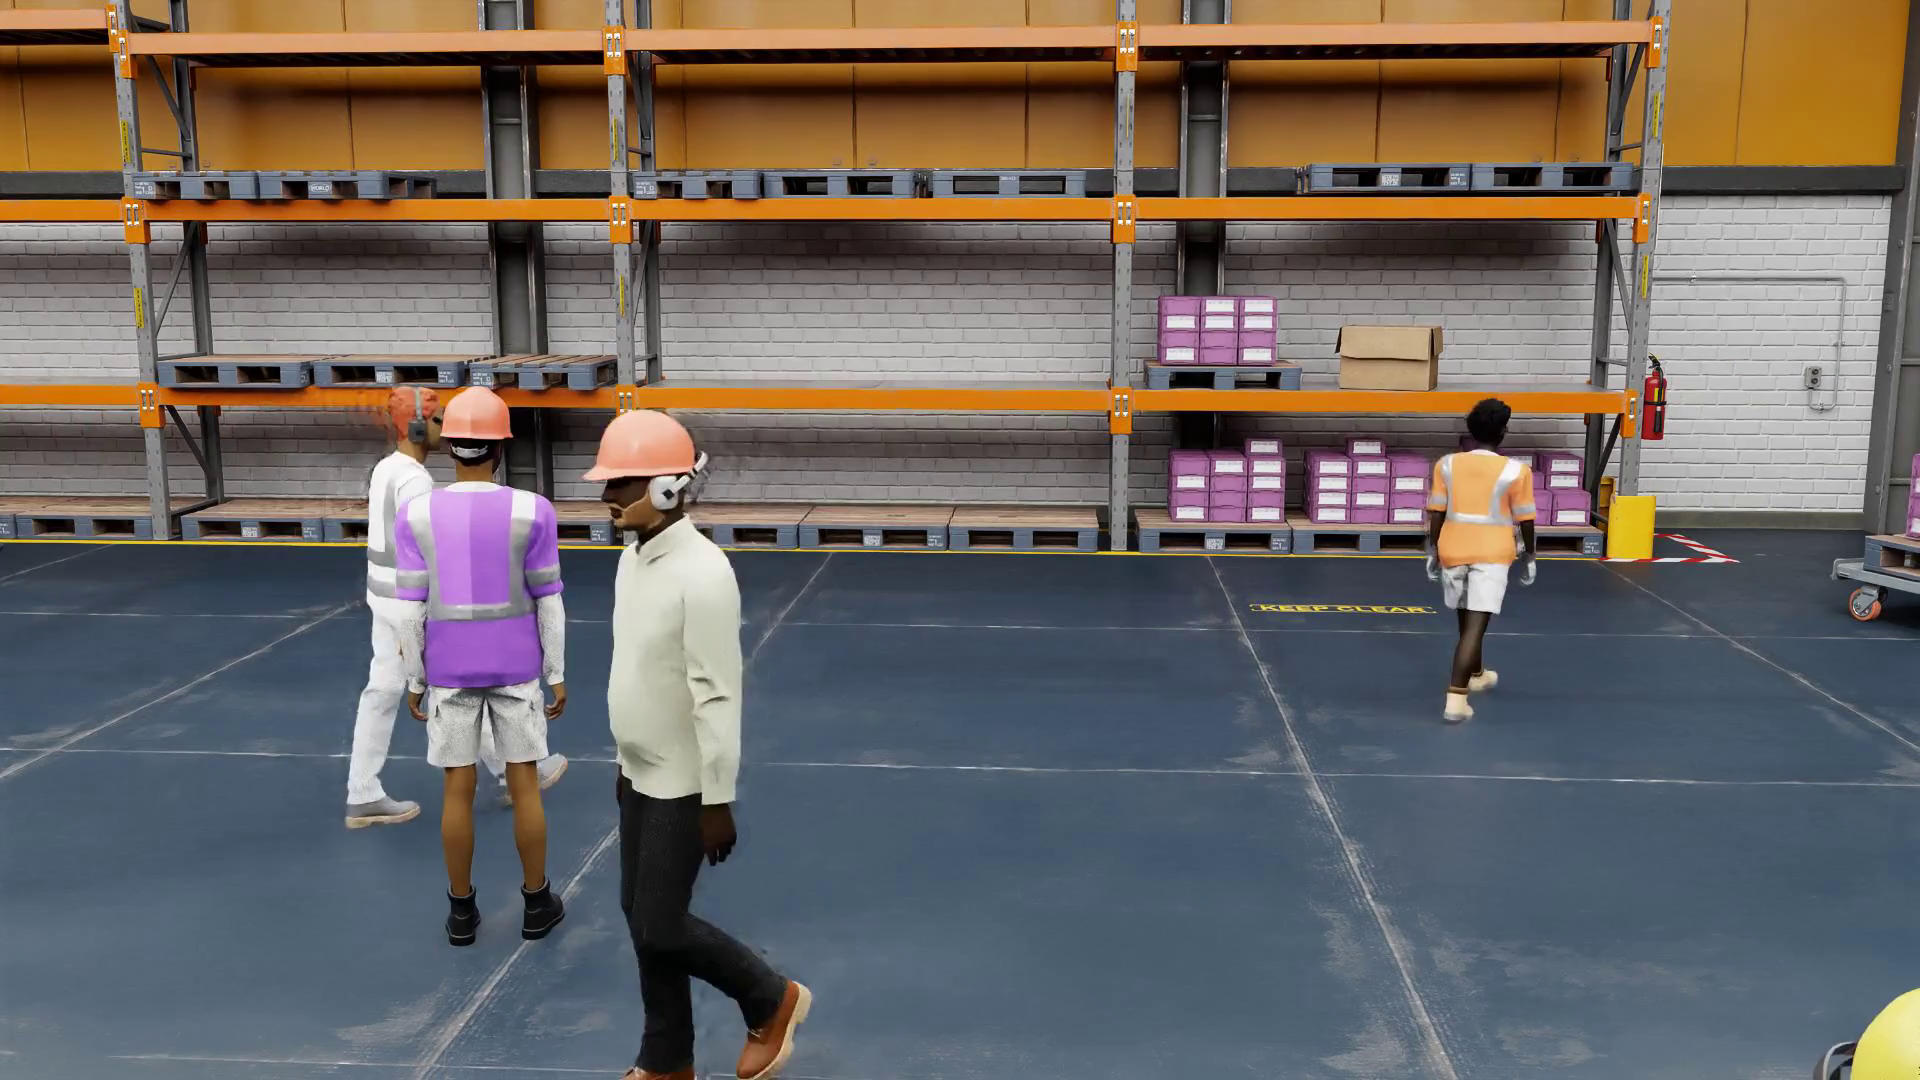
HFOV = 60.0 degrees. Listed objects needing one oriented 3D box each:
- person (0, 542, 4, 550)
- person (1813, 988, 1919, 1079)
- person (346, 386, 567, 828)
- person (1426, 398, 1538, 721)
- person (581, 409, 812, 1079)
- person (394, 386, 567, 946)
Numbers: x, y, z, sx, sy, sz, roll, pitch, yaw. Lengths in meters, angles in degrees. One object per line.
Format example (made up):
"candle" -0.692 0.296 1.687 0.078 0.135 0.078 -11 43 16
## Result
"person" -7.877 -0.715 12.632 0.952 1.895 0.645 -1 10 -7
"person" 0.874 1.243 1.561 0.330 1.769 0.526 8 13 40
"person" -2.191 0.273 7.023 0.955 1.835 0.610 -6 11 -32
"person" 2.720 0.087 8.682 0.546 1.643 0.884 8 13 41
"person" -0.760 0.622 4.578 0.513 1.973 0.636 -6 11 -31
"person" -1.647 0.438 5.777 0.551 1.935 0.372 -2 10 -10
